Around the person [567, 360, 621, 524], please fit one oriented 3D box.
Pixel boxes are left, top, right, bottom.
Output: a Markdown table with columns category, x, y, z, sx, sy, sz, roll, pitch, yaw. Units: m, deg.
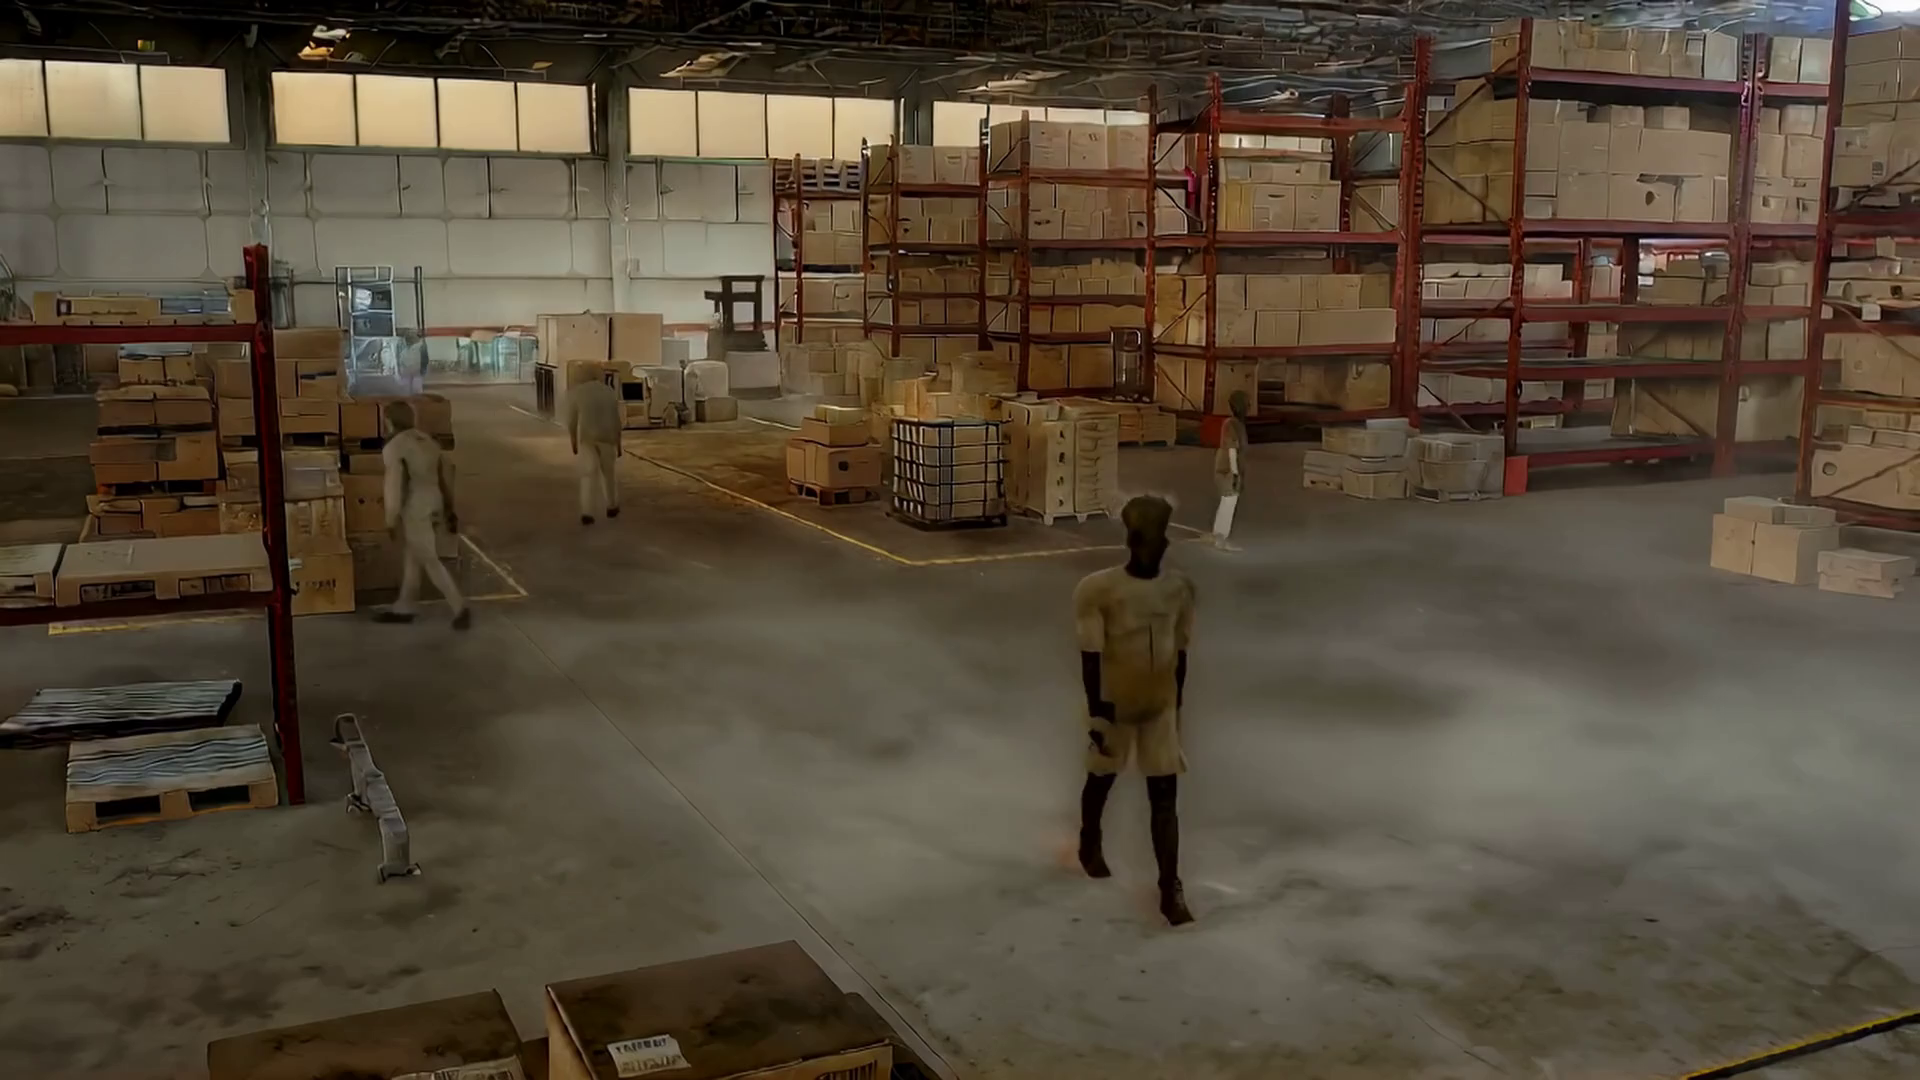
| category | x | y | z | sx | sy | sz | roll | pitch | yaw |
| --- | --- | --- | --- | --- | --- | --- | --- | --- | --- |
| person | -4.227 | -1.142 | 19.258 | 0.648 | 1.889 | 1.014 | 0 | 9 | 2 |

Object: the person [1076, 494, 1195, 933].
| category | x | y | z | sx | sy | sz | roll | pitch | yaw |
| --- | --- | --- | --- | --- | --- | --- | --- | --- | --- |
| person | 0.787 | 0.732 | 7.563 | 0.599 | 1.920 | 1.026 | -3 | 10 | -15 |

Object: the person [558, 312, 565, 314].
| category | x | y | z | sx | sy | sz | roll | pitch | yaw |
| --- | --- | --- | --- | --- | --- | --- | --- | --- | --- |
| person | -9.636 | -4.542 | 40.232 | 0.388 | 1.930 | 0.541 | -1 | 9 | -5 |

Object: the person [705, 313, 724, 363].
| category | x | y | z | sx | sy | sz | roll | pitch | yaw |
| --- | --- | --- | --- | --- | --- | --- | --- | --- | --- |
| person | -5.535 | -4.112 | 37.397 | 0.421 | 1.984 | 0.624 | 3 | 10 | 20 |

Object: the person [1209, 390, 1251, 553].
| category | x | y | z | sx | sy | sz | roll | pitch | yaw |
| --- | --- | --- | --- | --- | --- | --- | --- | --- | --- |
| person | 2.818 | -0.727 | 17.328 | 0.381 | 1.676 | 0.741 | 2 | 9 | 10 |

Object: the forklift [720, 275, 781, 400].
| category | x | y | z | sx | sy | sz | roll | pitch | yaw |
| --- | --- | --- | --- | --- | --- | --- | --- | --- | --- |
| forklift | -4.943 | -4.653 | 37.954 | 1.129 | 2.768 | 1.873 | -6 | 11 | -31 |

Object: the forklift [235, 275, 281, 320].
| category | x | y | z | sx | sy | sz | roll | pitch | yaw |
| --- | --- | --- | --- | --- | --- | --- | --- | --- | --- |
| forklift | -15.623 | -4.529 | 37.187 | 1.129 | 2.768 | 1.873 | -4 | 10 | -25 |

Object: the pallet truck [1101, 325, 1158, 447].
| category | x | y | z | sx | sy | sz | roll | pitch | yaw |
| --- | --- | --- | --- | --- | --- | --- | --- | --- | --- |
| pallet truck | 2.881 | -2.596 | 27.923 | 0.823 | 1.965 | 1.885 | -1 | 9 | -7 |

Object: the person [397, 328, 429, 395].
| category | x | y | z | sx | sy | sz | roll | pitch | yaw |
| --- | --- | --- | --- | --- | --- | --- | --- | --- | --- |
| person | -10.757 | -3.268 | 32.698 | 0.672 | 1.813 | 0.438 | 1 | 9 | 6 |

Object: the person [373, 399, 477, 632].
| category | x | y | z | sx | sy | sz | roll | pitch | yaw |
| --- | --- | --- | --- | --- | --- | --- | --- | --- | --- |
| person | -4.321 | -0.198 | 13.436 | 1.019 | 1.889 | 0.673 | 3 | 9 | 15 |
